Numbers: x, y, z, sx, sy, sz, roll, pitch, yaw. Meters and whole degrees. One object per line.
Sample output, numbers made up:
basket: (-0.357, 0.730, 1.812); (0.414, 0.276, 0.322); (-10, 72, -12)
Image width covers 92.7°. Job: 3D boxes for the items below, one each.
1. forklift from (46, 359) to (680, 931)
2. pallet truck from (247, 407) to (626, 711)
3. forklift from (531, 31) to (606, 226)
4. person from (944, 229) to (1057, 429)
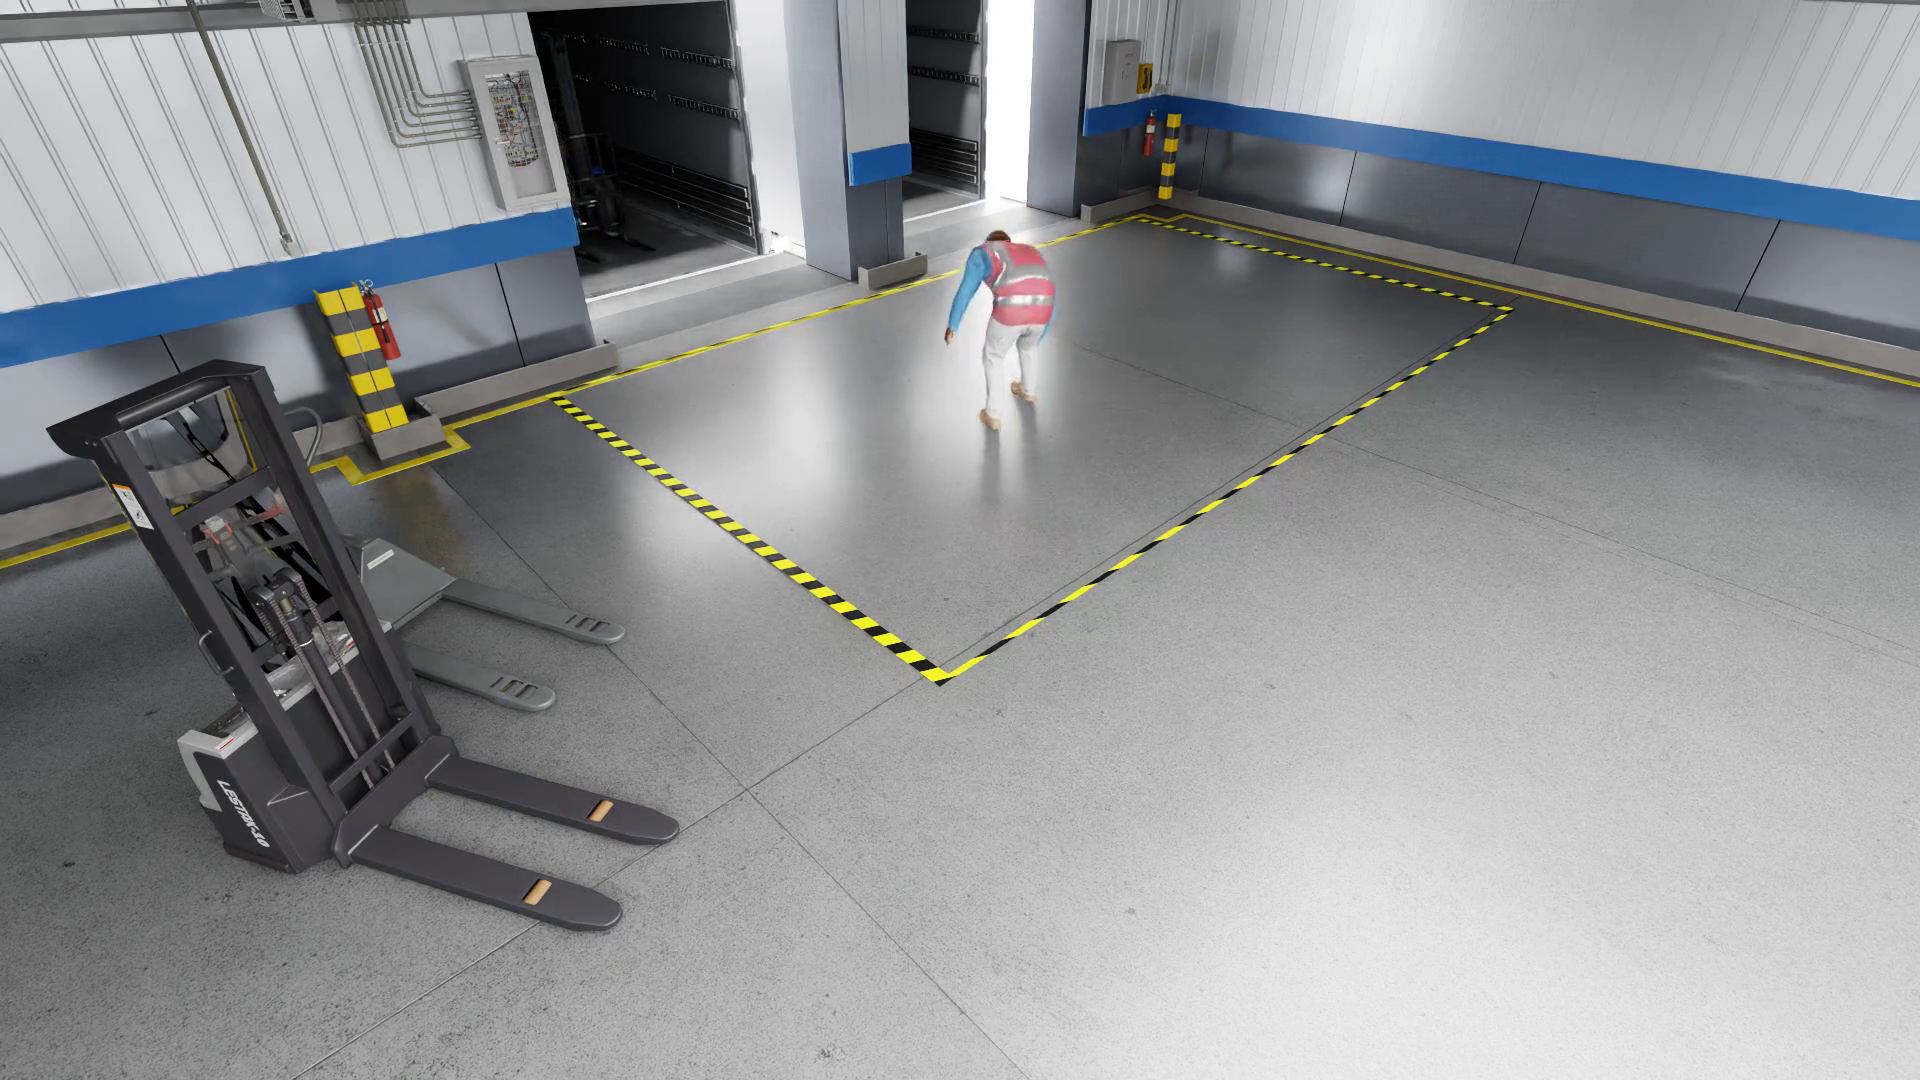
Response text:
forklift: (-2.135, 0.422, 3.354); (1.885, 1.965, 0.823); (10, 35, 14)
pallet truck: (-2.628, 0.038, 4.590); (1.601, 1.201, 0.680); (12, 36, 18)
forklift: (-5.296, -4.881, 10.832); (2.680, 2.036, 1.157); (29, 44, 36)
person: (0.313, -1.580, 6.927); (0.886, 1.326, 0.901); (-18, 38, -25)
